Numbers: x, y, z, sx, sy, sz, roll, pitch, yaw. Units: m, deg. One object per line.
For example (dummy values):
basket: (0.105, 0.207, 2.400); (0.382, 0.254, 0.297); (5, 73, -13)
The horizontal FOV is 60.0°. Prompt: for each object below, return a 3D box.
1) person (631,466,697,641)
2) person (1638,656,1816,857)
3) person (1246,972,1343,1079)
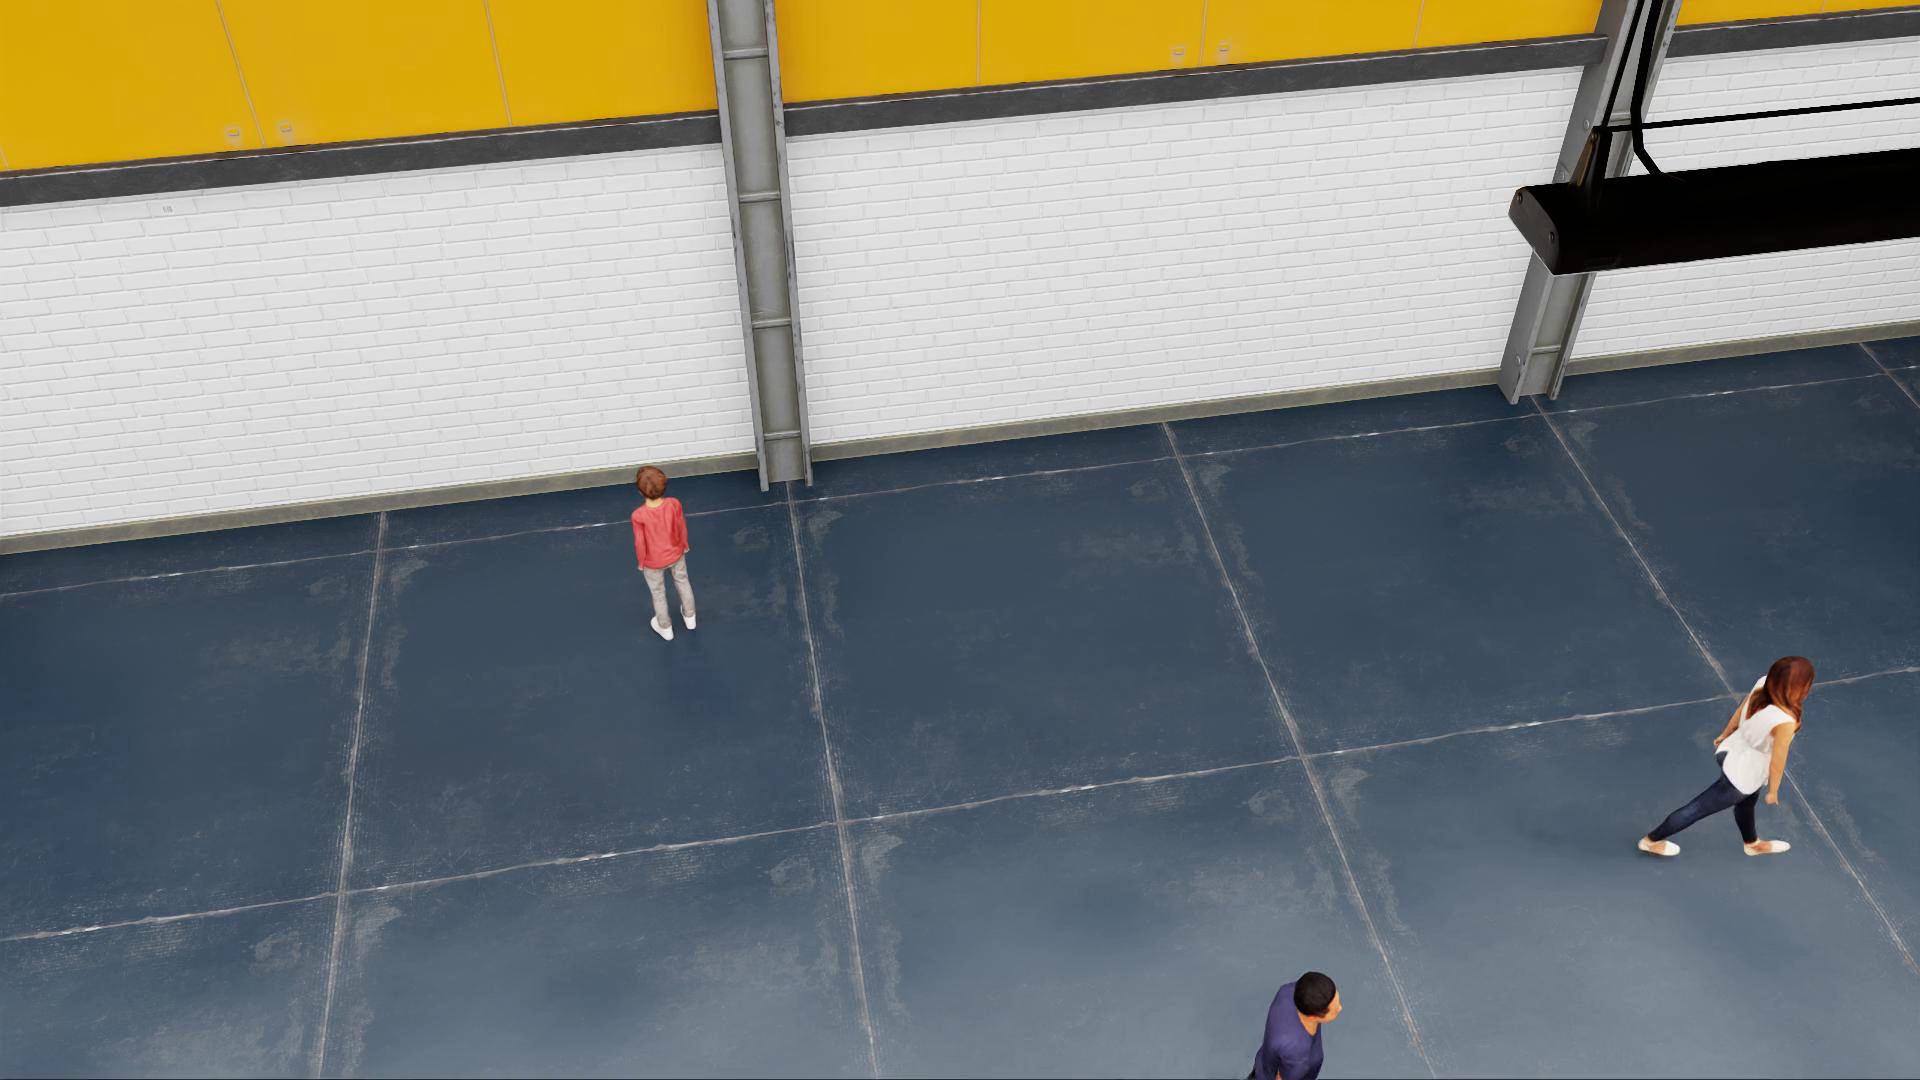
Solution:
person: (-1.973, 0.086, 11.042); (0.509, 1.417, 0.639); (-23, 48, -22)
person: (4.385, 1.306, 9.529); (1.174, 1.738, 0.821); (4, 44, 4)
person: (1.485, 2.624, 8.144); (1.172, 1.738, 0.817); (2, 44, 2)
